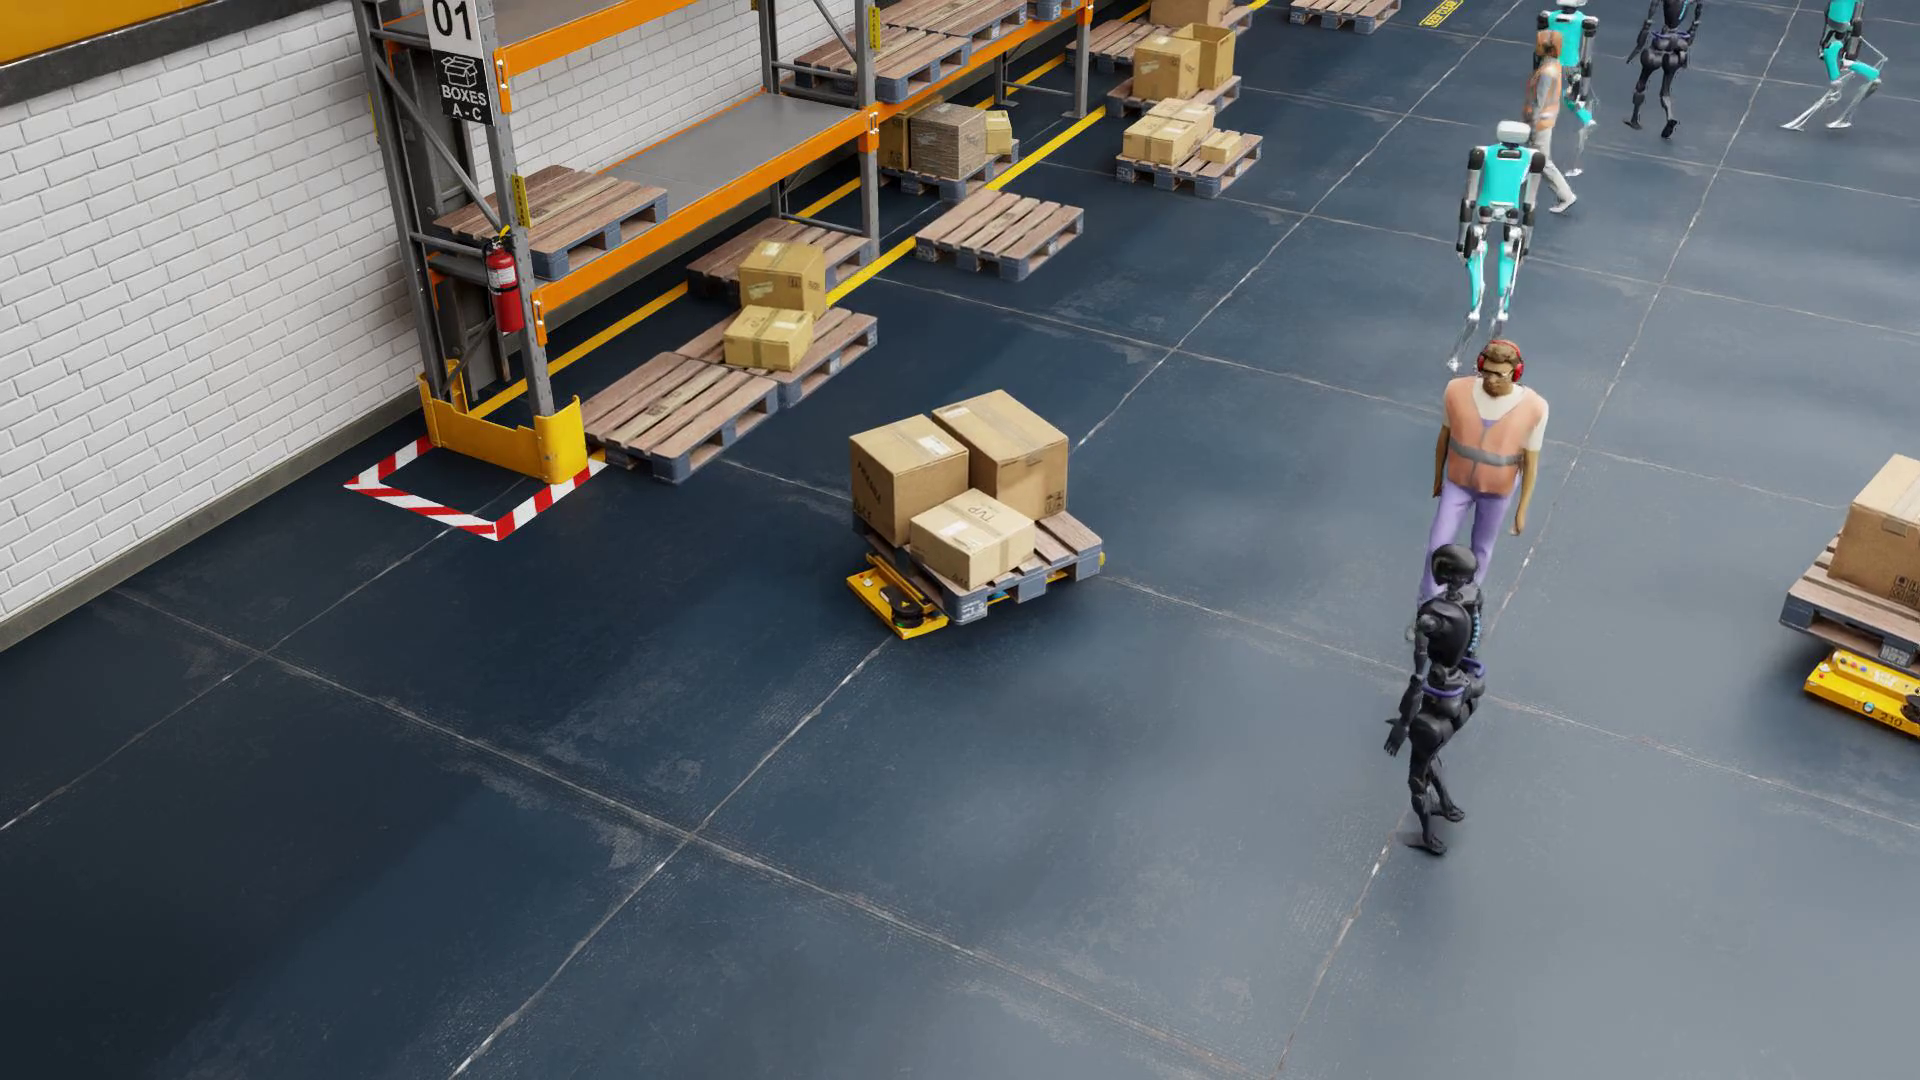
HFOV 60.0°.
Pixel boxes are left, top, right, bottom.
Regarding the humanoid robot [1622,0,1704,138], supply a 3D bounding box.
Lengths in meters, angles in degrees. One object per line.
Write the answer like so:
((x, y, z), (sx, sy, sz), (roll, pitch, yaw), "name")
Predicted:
((6.810, -4.734, 16.051), (0.598, 1.637, 0.604), (-4, 34, -5), "humanoid robot")

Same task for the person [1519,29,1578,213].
((5.055, -3.599, 14.381), (0.789, 1.607, 0.518), (10, 35, 15), "person")

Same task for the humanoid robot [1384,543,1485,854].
((2.239, 0.756, 7.742), (0.368, 1.650, 0.607), (28, 42, 35), "humanoid robot")

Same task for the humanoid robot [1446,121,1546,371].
((3.829, -2.027, 11.886), (0.539, 1.761, 0.803), (5, 34, 7), "humanoid robot")

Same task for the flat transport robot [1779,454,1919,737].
((5.312, 0.583, 9.266), (0.659, 0.231, 1.431), (27, 42, 34), "flat transport robot")

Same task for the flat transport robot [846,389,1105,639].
((0.101, 0.146, 9.927), (1.431, 0.231, 0.659), (-20, 38, -27), "flat transport robot")

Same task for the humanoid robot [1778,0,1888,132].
((8.572, -4.727, 15.978), (0.875, 1.791, 0.540), (-4, 34, -5), "humanoid robot")

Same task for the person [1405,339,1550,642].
((2.829, -0.241, 9.113), (0.579, 1.816, 0.774), (16, 37, 22), "person")

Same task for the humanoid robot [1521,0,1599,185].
((5.501, -4.121, 15.084), (0.571, 1.786, 0.862), (24, 40, 32), "humanoid robot")
